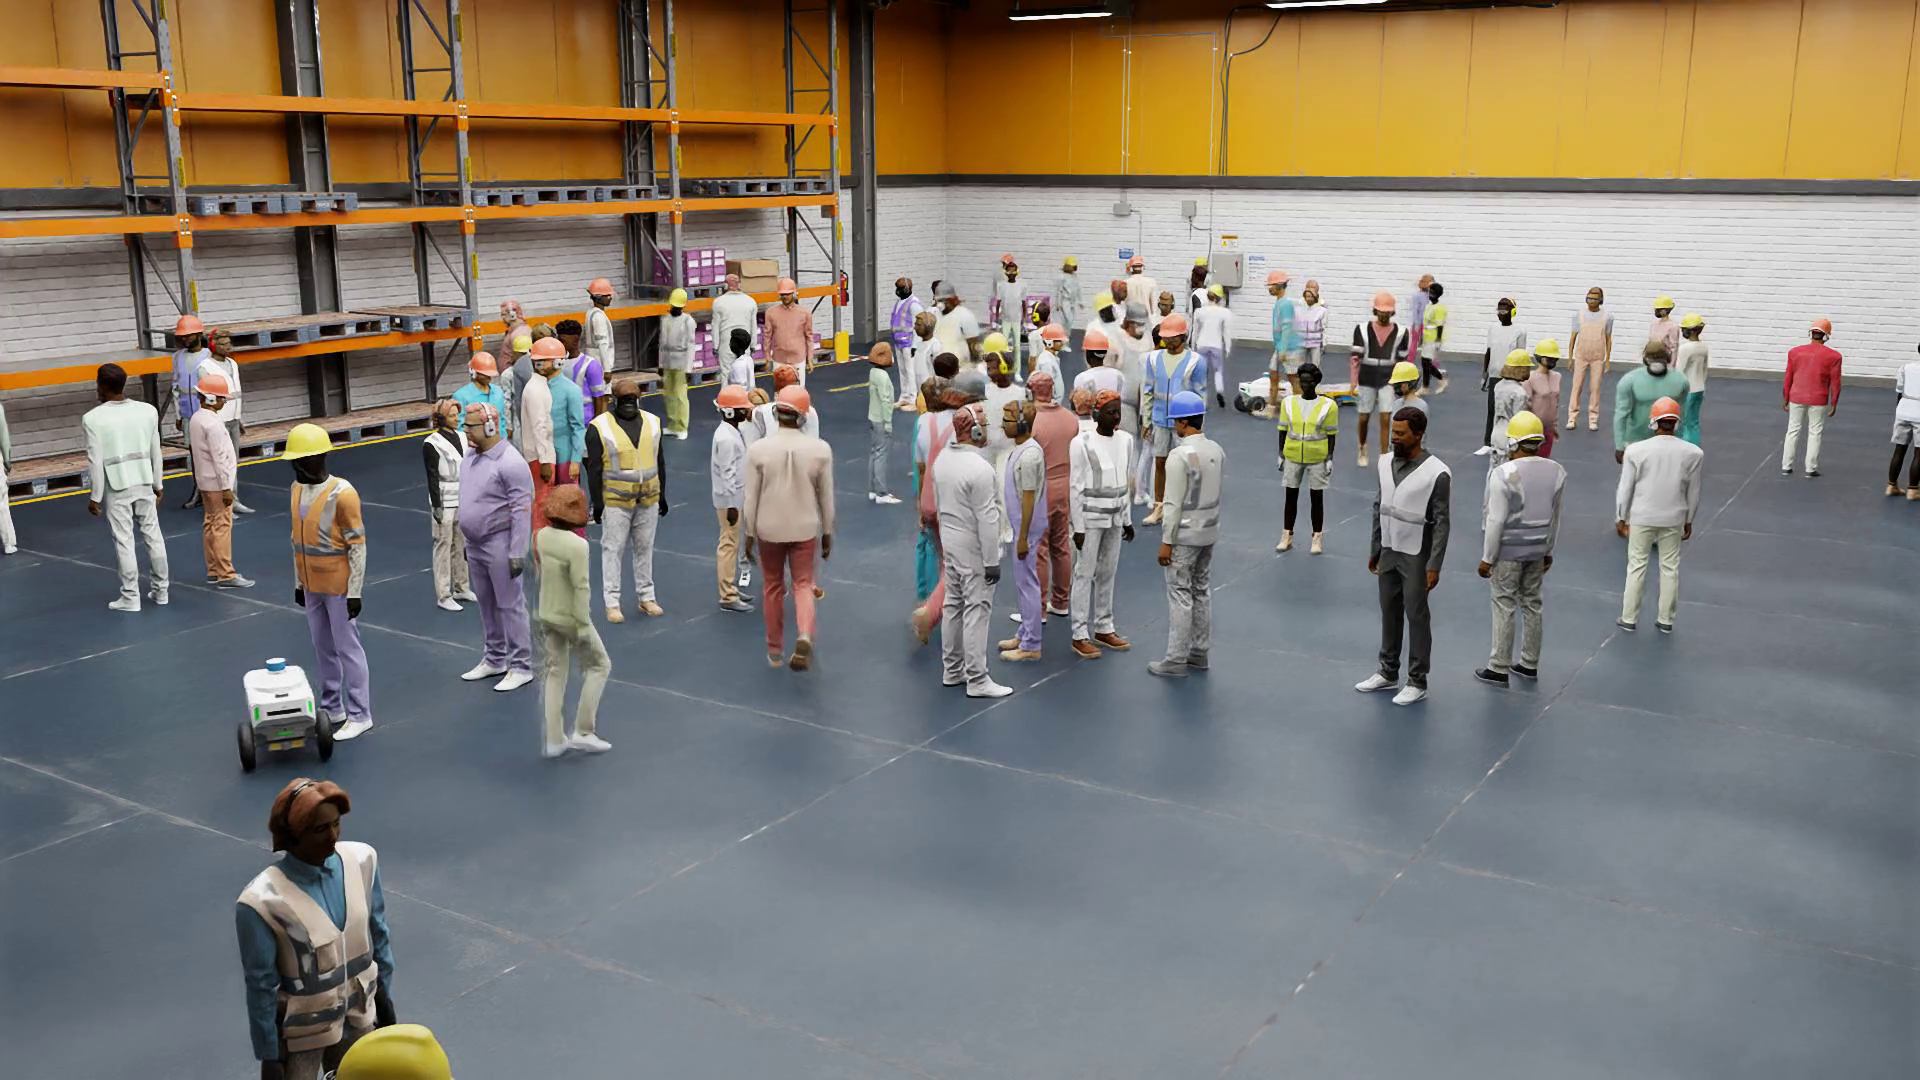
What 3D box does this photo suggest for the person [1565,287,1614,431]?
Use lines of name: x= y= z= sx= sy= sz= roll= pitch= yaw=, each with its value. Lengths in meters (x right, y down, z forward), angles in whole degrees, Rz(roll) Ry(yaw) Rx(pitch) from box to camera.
person: x=8.057 y=-2.316 z=21.286 sx=0.517 sy=1.841 sz=0.324 roll=5 pitch=14 yaw=19

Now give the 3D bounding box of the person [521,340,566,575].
person: x=-3.463 y=-0.698 z=13.957 sx=0.393 sy=1.985 sz=0.611 roll=-2 pitch=13 yaw=-11

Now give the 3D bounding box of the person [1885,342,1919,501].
person: x=9.759 y=-1.235 z=16.941 sx=0.319 sy=1.688 sz=0.538 roll=-6 pitch=14 yaw=-23

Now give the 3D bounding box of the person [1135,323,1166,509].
person: x=1.959 y=-1.231 z=16.569 sx=0.346 sy=1.856 sz=0.523 roll=-9 pitch=16 yaw=-33

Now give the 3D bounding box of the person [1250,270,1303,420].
person: x=4.246 y=-2.535 z=21.916 sx=0.698 sy=2.008 sz=0.619 roll=0 pitch=13 yaw=-1

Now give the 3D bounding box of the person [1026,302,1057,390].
person: x=0.921 y=-1.767 z=18.881 sx=0.331 sy=1.861 sz=0.533 roll=10 pitch=17 yaw=38

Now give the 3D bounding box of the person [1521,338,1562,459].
person: x=5.582 y=-1.056 z=15.991 sx=0.533 sy=1.767 sz=0.327 roll=-8 pitch=15 yaw=-30

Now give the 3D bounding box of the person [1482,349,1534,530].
person: x=5.090 y=-0.900 z=15.383 sx=0.314 sy=1.736 sz=0.487 roll=-2 pitch=13 yaw=-10

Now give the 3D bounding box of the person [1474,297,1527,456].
person: x=6.310 y=-1.885 z=19.357 sx=0.313 sy=1.869 sz=0.538 roll=-13 pitch=18 yaw=-43

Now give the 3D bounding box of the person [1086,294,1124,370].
person: x=1.821 y=-2.033 z=20.053 sx=0.583 sy=1.858 sz=0.884 roll=-2 pitch=13 yaw=-9

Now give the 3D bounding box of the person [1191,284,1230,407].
person: x=3.458 y=-2.656 z=22.973 sx=0.520 sy=1.741 sz=0.498 roll=2 pitch=13 yaw=9

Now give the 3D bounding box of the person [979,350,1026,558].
person: x=0.379 y=-0.778 z=14.694 sx=0.484 sy=1.809 sz=0.908 roll=9 pitch=16 yaw=35

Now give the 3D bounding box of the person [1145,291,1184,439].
person: x=2.531 y=-2.168 z=20.657 sx=0.505 sy=1.838 sz=0.347 roll=2 pitch=13 yaw=8

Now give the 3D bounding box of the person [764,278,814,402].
person: x=-2.131 y=-2.262 z=20.716 sx=0.624 sy=1.992 sz=0.390 roll=0 pitch=13 yaw=0

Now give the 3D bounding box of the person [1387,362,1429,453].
person: x=3.810 y=-0.652 z=14.272 sx=0.342 sy=1.754 sz=0.531 roll=-4 pitch=13 yaw=-15

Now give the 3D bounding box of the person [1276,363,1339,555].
person: x=3.049 y=-0.716 z=14.667 sx=0.537 sy=1.696 sz=0.317 roll=6 pitch=14 yaw=23

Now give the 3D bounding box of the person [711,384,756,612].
person: x=-1.744 y=-0.331 z=12.868 sx=0.339 sy=1.752 sz=0.564 roll=-1 pitch=13 yaw=-5

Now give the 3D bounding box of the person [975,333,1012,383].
person: x=0.287 y=-1.113 z=16.136 sx=0.436 sy=1.809 sz=0.612 roll=3 pitch=13 yaw=14

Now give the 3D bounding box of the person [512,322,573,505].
person: x=-3.892 y=-1.083 z=15.729 sx=0.627 sy=1.940 sz=0.374 roll=4 pitch=14 yaw=17

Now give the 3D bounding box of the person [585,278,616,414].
person: x=-4.270 y=-2.102 z=19.919 sx=0.374 sy=2.043 sz=0.614 roll=-6 pitch=14 yaw=-23

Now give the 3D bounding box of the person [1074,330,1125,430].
person: x=1.217 y=-0.923 z=15.036 sx=0.551 sy=1.935 sz=0.371 roll=-9 pitch=16 yaw=-35

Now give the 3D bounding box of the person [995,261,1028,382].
person: x=0.801 y=-3.396 z=25.923 sx=0.520 sy=1.866 sz=0.326 roll=-1 pitch=13 yaw=-5

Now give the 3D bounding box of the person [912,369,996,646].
person: x=-0.079 y=-0.249 z=11.886 sx=0.804 sy=2.000 sz=0.691 roll=-11 pitch=17 yaw=-39

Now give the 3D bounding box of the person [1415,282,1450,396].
person: x=6.856 y=-2.911 z=24.211 sx=0.408 sy=1.687 sz=0.546 roll=0 pitch=13 yaw=0

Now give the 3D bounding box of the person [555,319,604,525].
person: x=-3.661 y=-1.128 z=15.861 sx=0.612 sy=1.963 sz=0.361 roll=8 pitch=15 yaw=32

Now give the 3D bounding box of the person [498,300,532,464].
person: x=-4.946 y=-1.729 z=18.605 sx=0.403 sy=1.907 sz=0.637 roll=-2 pitch=13 yaw=-8

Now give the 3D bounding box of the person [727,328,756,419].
person: x=-2.306 y=-1.393 z=17.603 sx=0.318 sy=1.697 sz=0.535 roll=0 pitch=13 yaw=1

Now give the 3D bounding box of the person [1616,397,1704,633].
person: x=5.128 y=-0.184 z=12.253 sx=0.566 sy=1.744 sz=0.349 roll=2 pitch=13 yaw=9

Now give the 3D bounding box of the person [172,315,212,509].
person: x=-7.546 y=-1.260 z=16.499 sx=0.549 sy=1.937 sz=0.358 roll=1 pitch=13 yaw=6

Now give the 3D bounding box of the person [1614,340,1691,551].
person: x=6.167 y=-0.859 z=14.870 sx=0.655 sy=1.875 sz=1.038 roll=2 pitch=13 yaw=8

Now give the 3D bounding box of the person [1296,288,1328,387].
person: x=4.971 y=-2.765 z=23.680 sx=0.525 sy=1.639 sz=0.307 roll=7 pitch=15 yaw=28

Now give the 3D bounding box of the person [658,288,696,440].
person: x=-3.520 y=-2.165 z=20.550 sx=0.686 sy=1.889 sz=0.369 roll=10 pitch=16 yaw=36

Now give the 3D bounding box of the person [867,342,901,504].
person: x=-0.786 y=-1.189 z=16.854 sx=0.281 sy=1.634 sz=0.498 roll=-4 pitch=14 yaw=-17

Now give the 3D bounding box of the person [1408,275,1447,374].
person: x=7.486 y=-3.421 z=26.581 sx=0.525 sy=1.603 sz=0.752 roll=-8 pitch=15 yaw=-31

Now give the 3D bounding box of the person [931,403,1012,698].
person: x=0.085 y=0.068 z=10.798 sx=0.410 sy=1.913 sz=0.640 roll=-8 pitch=15 yaw=-30

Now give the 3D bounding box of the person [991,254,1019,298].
person: x=0.927 y=-4.349 z=30.355 sx=0.794 sy=1.717 sz=0.601 roll=-13 pitch=18 yaw=-43

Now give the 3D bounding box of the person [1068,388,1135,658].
person: x=0.999 y=-0.124 z=11.690 sx=0.573 sy=1.883 sz=0.359 roll=-10 pitch=17 yaw=-38

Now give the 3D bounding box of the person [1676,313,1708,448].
person: x=8.144 y=-1.654 z=18.618 sx=0.529 sy=1.757 sz=0.355 roll=-11 pitch=17 yaw=-38

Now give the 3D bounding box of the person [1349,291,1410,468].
person: x=4.647 y=-1.756 z=18.488 sx=0.625 sy=2.044 sz=0.617 roll=3 pitch=13 yaw=14

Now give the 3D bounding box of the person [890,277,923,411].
person: x=-0.751 y=-2.706 z=22.980 sx=0.429 sy=1.841 sz=0.634 roll=-6 pitch=14 yaw=-26
